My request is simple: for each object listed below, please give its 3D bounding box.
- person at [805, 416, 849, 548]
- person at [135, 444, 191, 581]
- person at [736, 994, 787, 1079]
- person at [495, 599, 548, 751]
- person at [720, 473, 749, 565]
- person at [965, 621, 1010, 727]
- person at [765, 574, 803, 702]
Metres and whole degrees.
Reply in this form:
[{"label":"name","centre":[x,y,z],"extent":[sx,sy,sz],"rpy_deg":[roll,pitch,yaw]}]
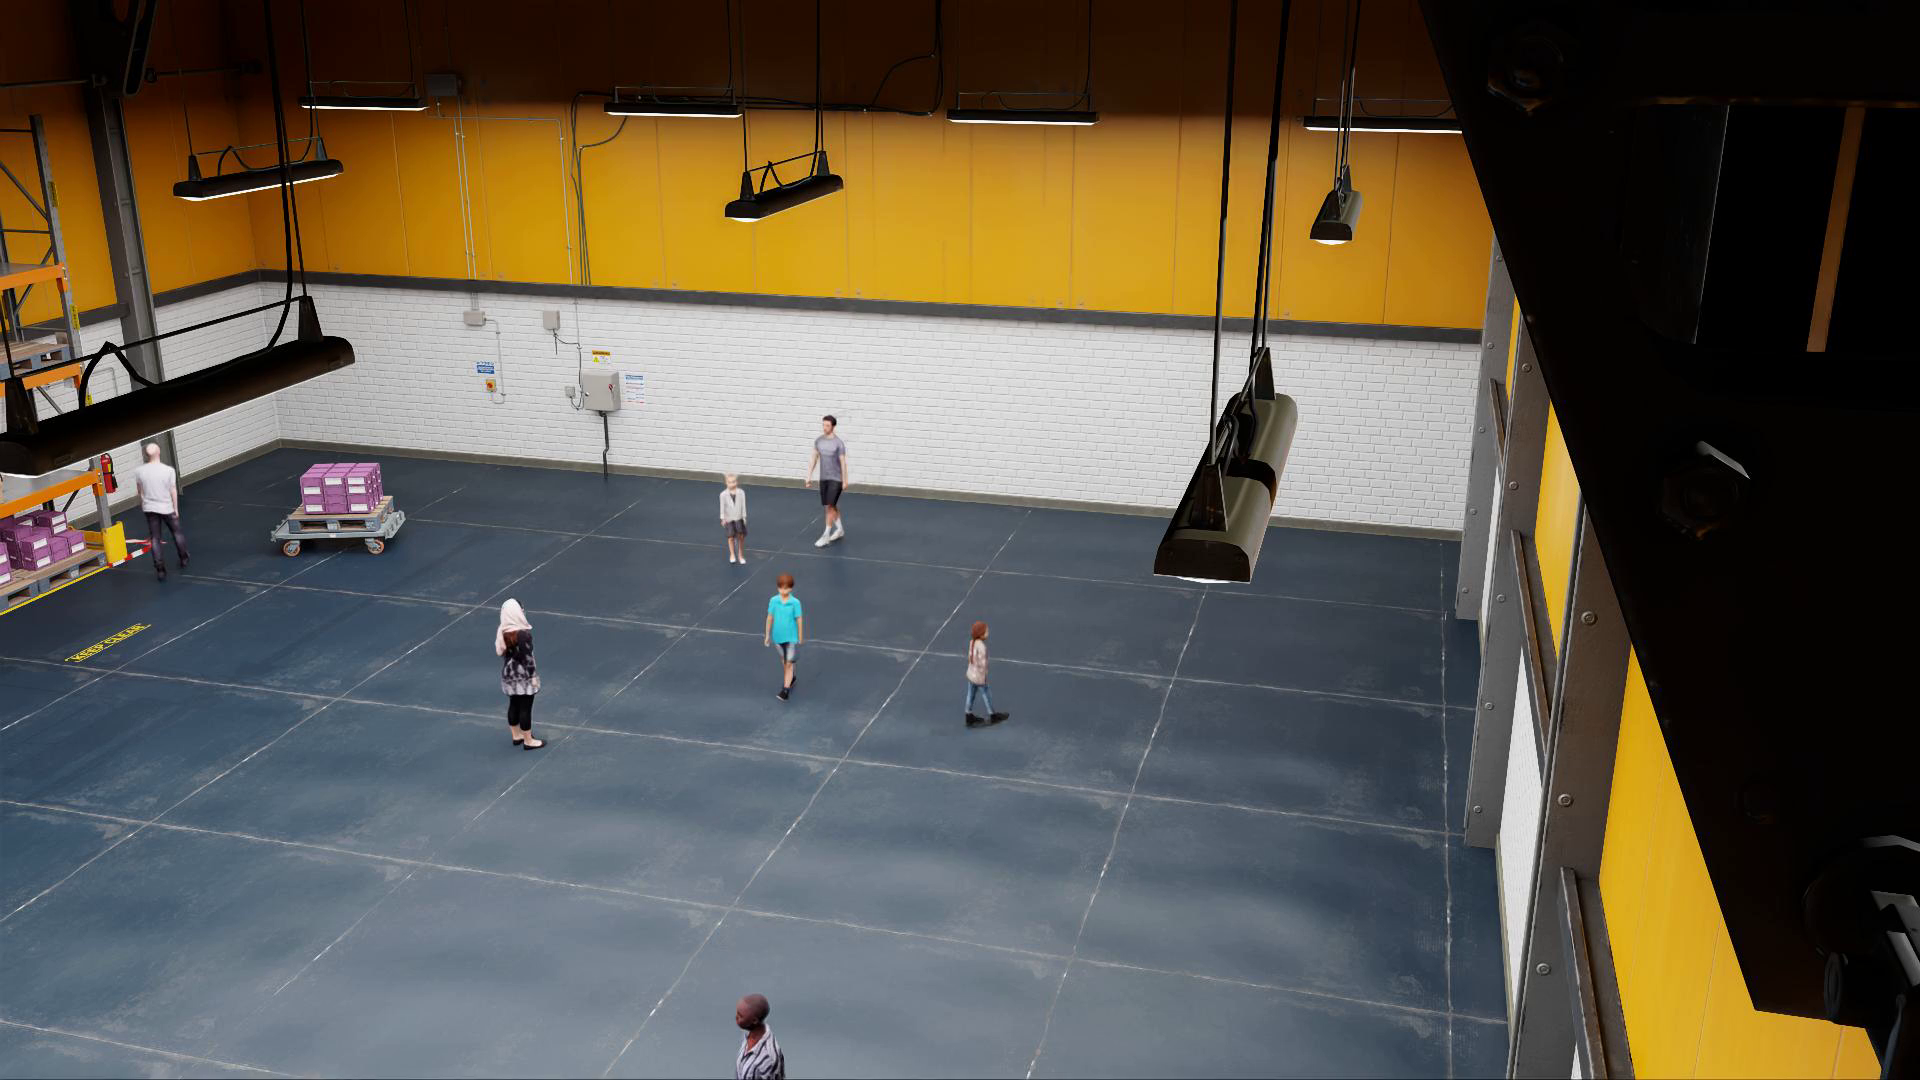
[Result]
[{"label":"person","centre":[-1.767,-0.880,23.580],"extent":[0.894,1.848,1.094],"rpy_deg":[14,23,36]},{"label":"person","centre":[-10.671,-0.358,22.110],"extent":[1.003,1.797,1.189],"rpy_deg":[-4,19,-13]},{"label":"person","centre":[-1.222,3.598,10.367],"extent":[0.772,1.794,0.697],"rpy_deg":[-9,21,-25]},{"label":"person","centre":[-4.566,1.376,17.209],"extent":[0.734,1.638,0.760],"rpy_deg":[16,24,39]},{"label":"person","centre":[-3.108,-0.316,22.820],"extent":[0.639,1.264,0.697],"rpy_deg":[-4,19,-12]},{"label":"person","centre":[0.143,1.438,17.742],"extent":[0.769,1.181,0.730],"rpy_deg":[-8,20,-22]},{"label":"person","centre":[-1.926,1.047,18.552],"extent":[0.538,1.405,0.960],"rpy_deg":[5,19,16]}]
